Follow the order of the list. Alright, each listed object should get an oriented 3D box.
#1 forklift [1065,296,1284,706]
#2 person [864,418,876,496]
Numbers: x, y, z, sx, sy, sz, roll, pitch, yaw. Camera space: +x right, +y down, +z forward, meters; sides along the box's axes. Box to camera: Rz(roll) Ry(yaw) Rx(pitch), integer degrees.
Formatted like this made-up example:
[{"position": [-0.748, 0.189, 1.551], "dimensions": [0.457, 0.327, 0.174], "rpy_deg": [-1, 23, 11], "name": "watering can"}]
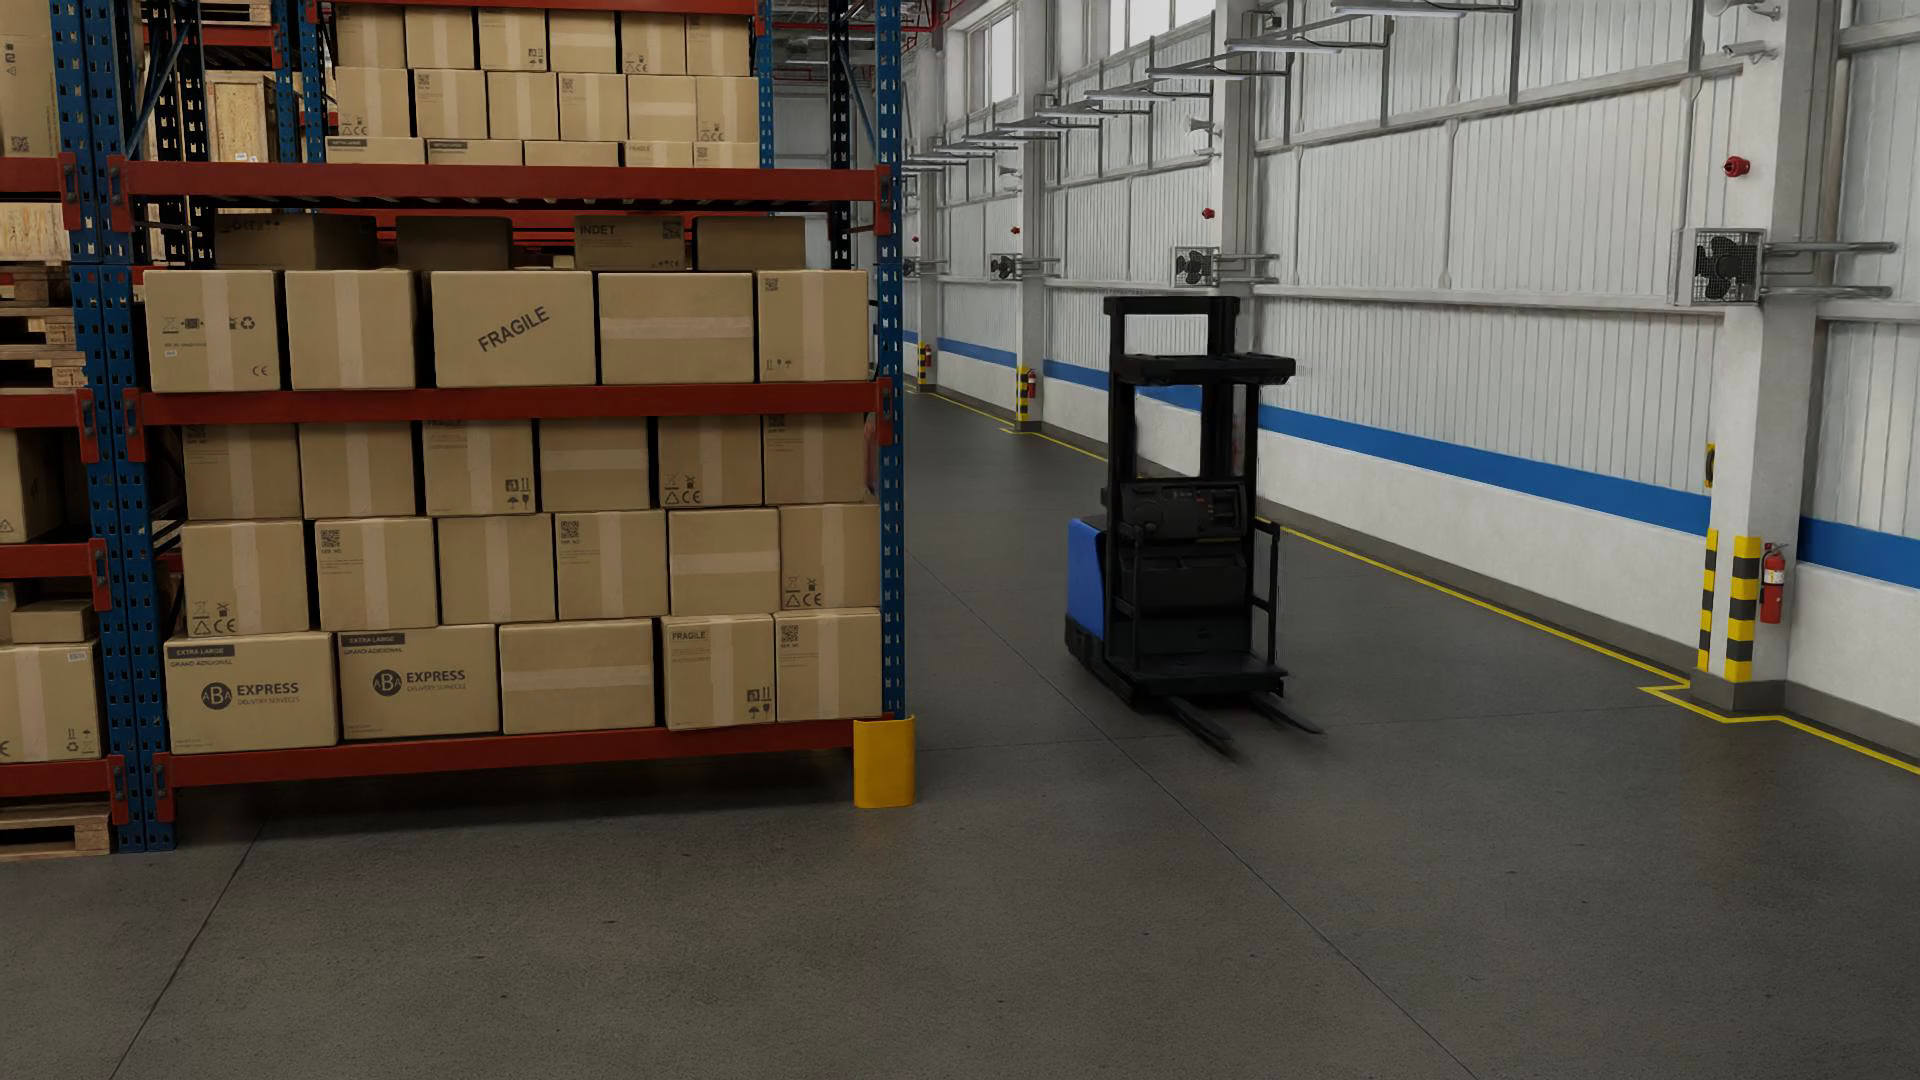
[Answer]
[{"position": [1.515, -0.387, 12.162], "dimensions": [1.129, 2.768, 1.873], "rpy_deg": [-2, 10, -12], "name": "forklift"}, {"position": [-1.109, -0.549, 16.208], "dimensions": [0.637, 1.877, 0.842], "rpy_deg": [-2, 9, -10], "name": "person"}]
